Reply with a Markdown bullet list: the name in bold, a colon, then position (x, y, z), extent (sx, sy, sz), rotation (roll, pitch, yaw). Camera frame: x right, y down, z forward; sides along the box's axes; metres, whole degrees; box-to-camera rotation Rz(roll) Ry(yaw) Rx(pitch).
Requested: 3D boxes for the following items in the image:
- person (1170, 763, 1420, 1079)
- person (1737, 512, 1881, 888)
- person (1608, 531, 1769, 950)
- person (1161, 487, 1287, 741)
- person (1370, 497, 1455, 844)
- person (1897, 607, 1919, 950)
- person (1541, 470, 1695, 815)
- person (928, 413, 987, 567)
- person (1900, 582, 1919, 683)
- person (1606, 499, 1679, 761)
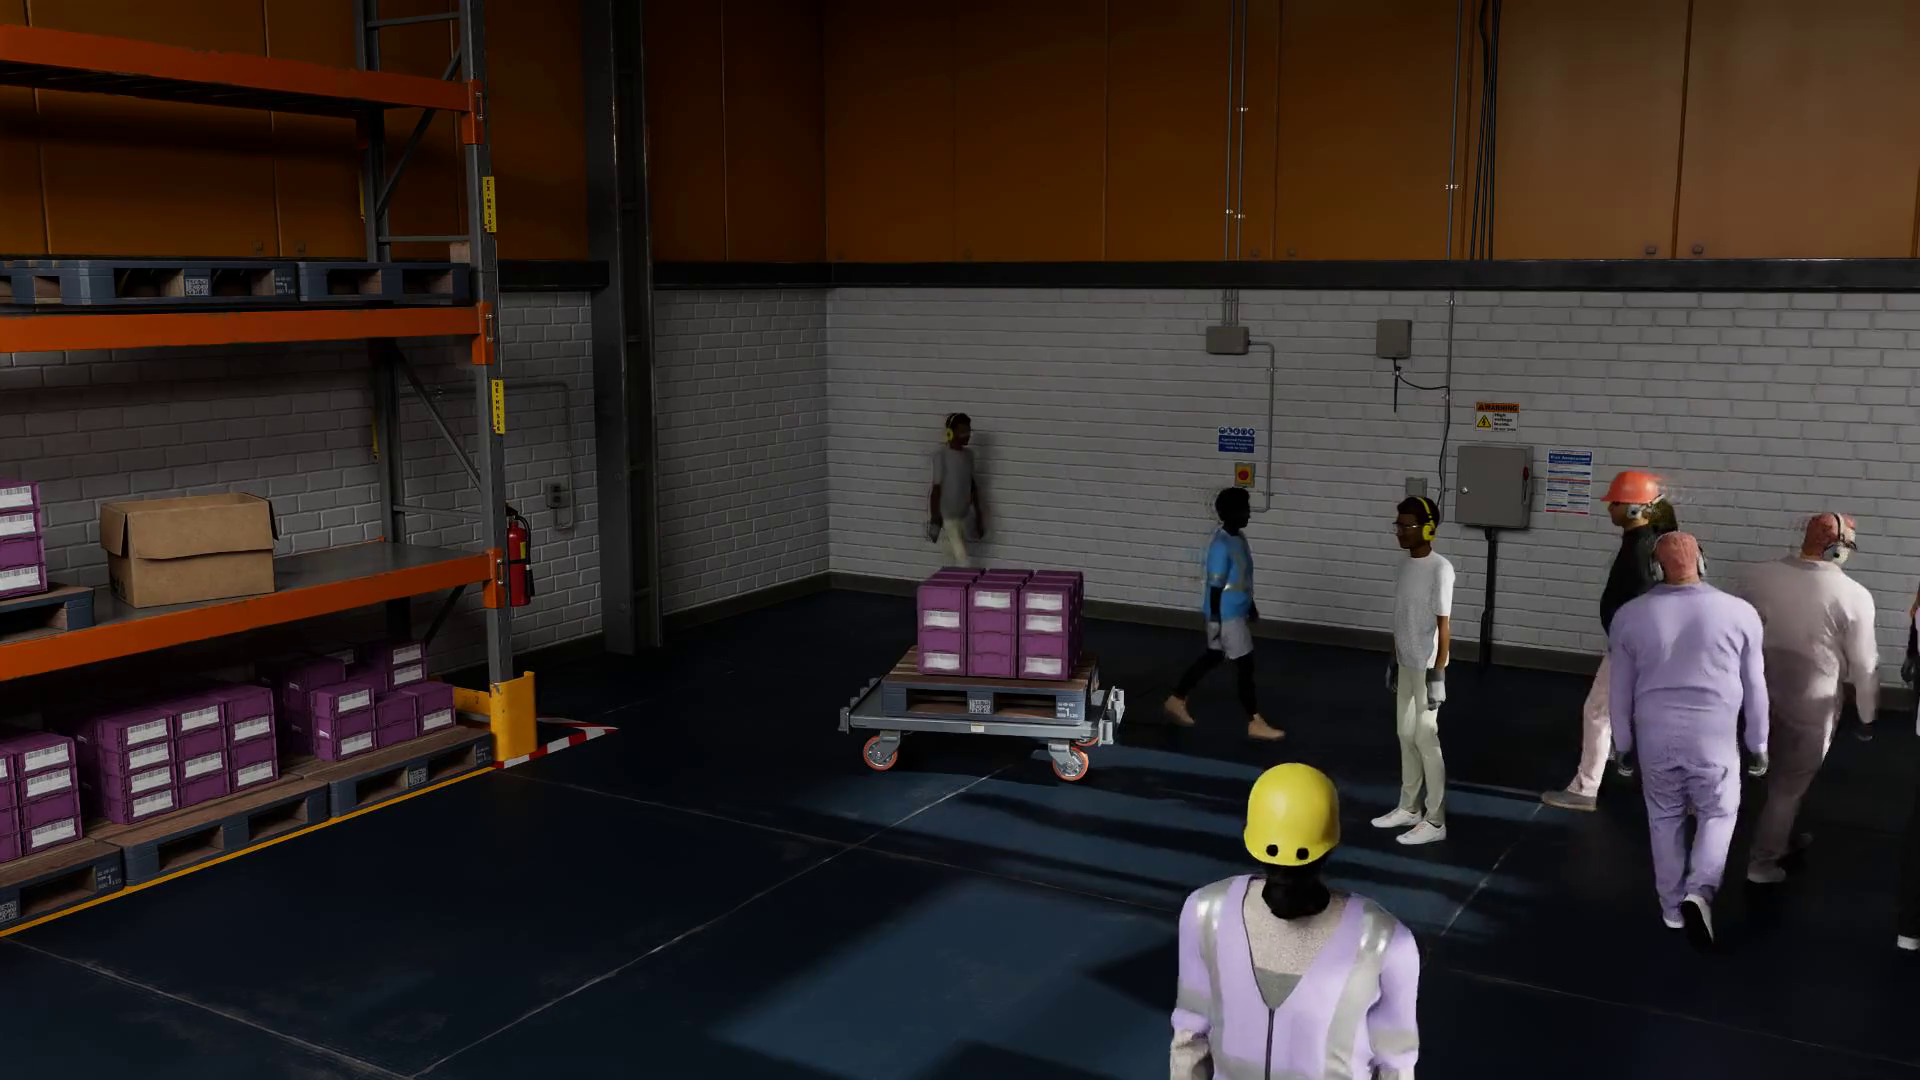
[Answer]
- **person**: position (0.775, 1.451, 3.985), extent (0.588, 1.912, 0.410), rotation (6, 11, 31)
- **person**: position (4.250, 0.783, 8.265), extent (0.869, 1.865, 0.659), rotation (-6, 11, -32)
- **person**: position (3.257, 0.909, 7.479), extent (0.696, 1.876, 0.660), rotation (5, 10, 28)
- **person**: position (1.716, 0.464, 10.916), extent (0.842, 1.662, 0.534), rotation (3, 10, 19)
- **person**: position (2.444, 0.688, 8.902), extent (0.316, 1.861, 0.514), rotation (-2, 9, -13)
- **person**: position (4.616, 0.899, 7.531), extent (0.990, 1.865, 0.613), rotation (-5, 11, -30)
- **person**: position (3.839, 0.583, 9.265), extent (0.941, 1.964, 0.634), rotation (5, 10, 27)
- **person**: position (0.002, -0.170, 14.299), extent (0.496, 1.852, 0.515), rotation (6, 11, 35)
- **person**: position (5.643, 0.709, 9.363), extent (0.407, 1.666, 0.560), rotation (-8, 12, -40)
- **person**: position (4.127, 0.581, 10.049), extent (0.506, 1.699, 0.886), rotation (-3, 10, -21)
